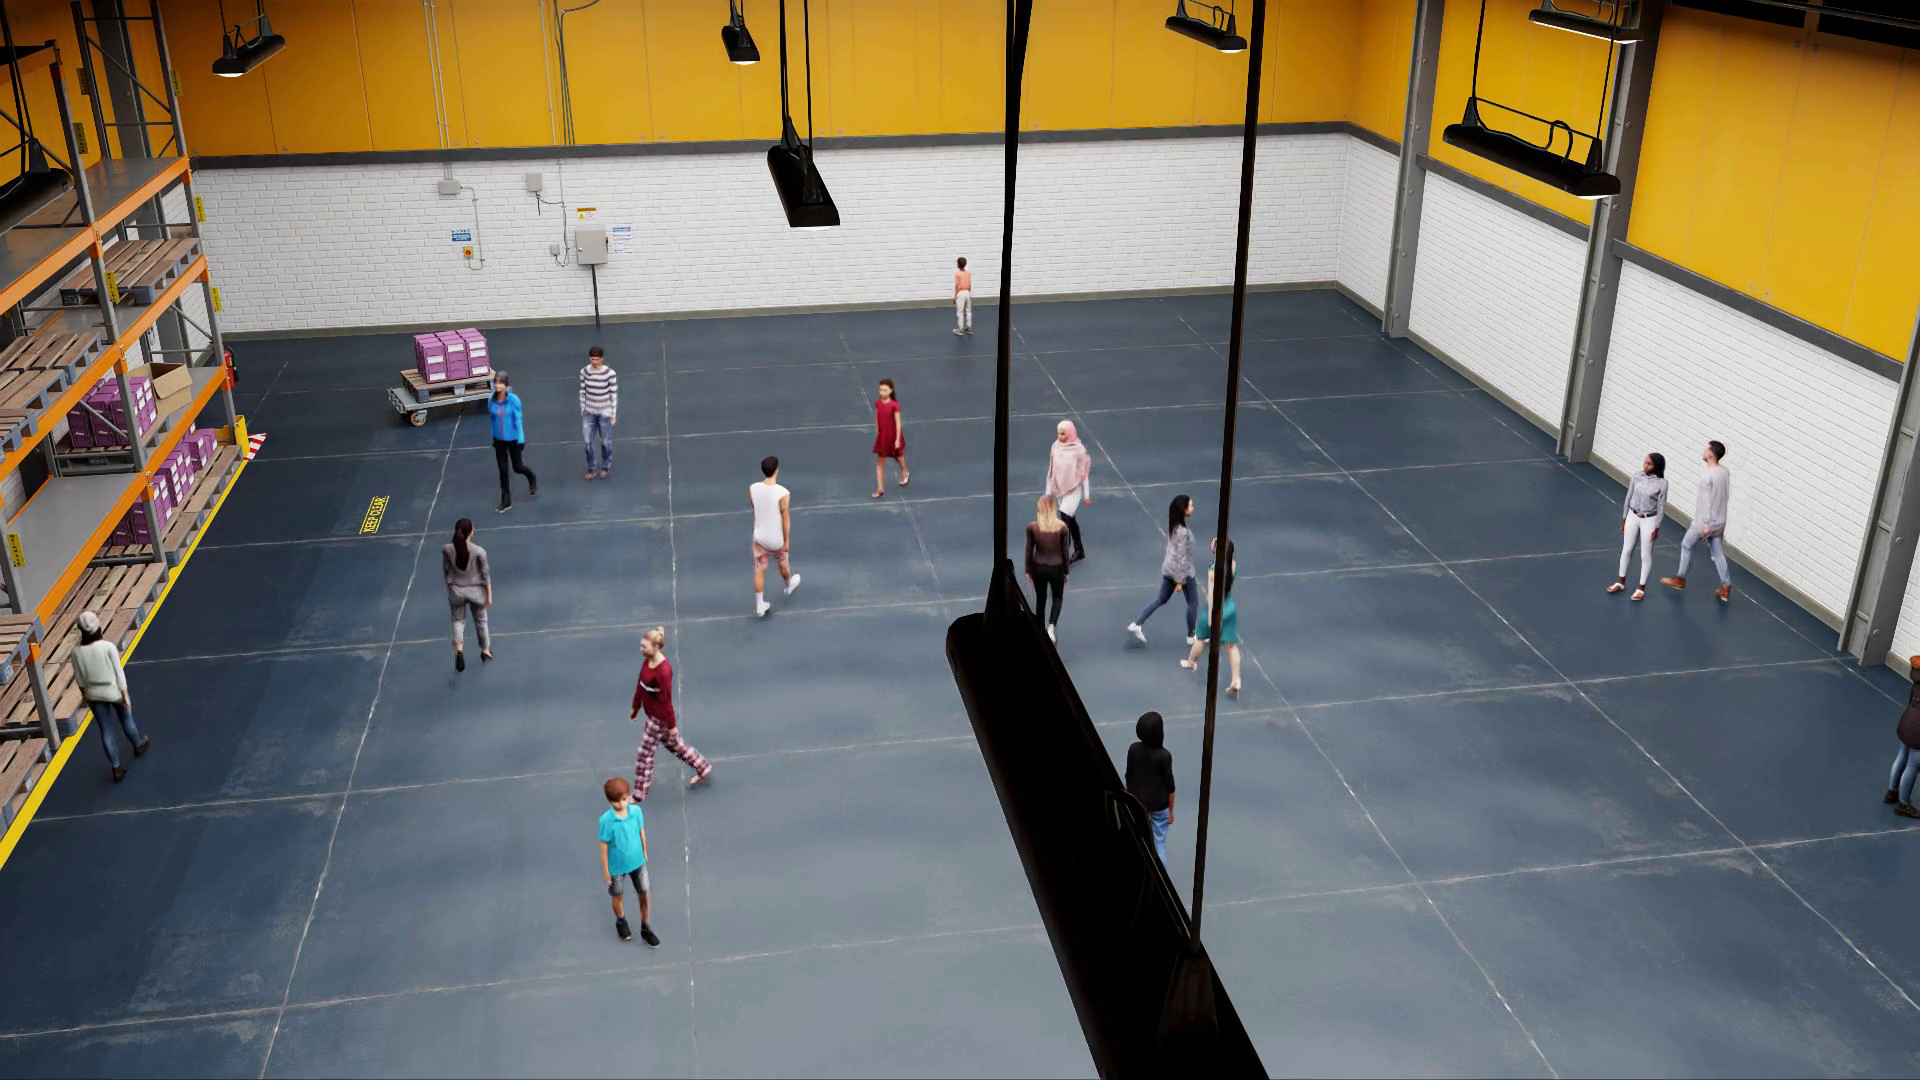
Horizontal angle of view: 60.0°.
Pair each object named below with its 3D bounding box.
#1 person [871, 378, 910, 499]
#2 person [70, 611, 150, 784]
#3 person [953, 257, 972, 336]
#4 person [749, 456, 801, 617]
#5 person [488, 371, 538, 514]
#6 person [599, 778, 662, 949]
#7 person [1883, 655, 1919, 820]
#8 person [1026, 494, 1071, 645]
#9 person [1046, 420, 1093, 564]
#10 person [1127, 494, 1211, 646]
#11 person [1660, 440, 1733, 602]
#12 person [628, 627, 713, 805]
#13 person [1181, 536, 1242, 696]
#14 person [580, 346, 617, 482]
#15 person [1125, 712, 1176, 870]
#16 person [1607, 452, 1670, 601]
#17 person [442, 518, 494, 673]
[{"bbox_3d":[-0.874,-1.360,21.481,0.934,1.523,1.116,10,26,22],"label":"person"},{"bbox_3d":[-7.719,1.423,14.982,0.588,1.630,0.874,-4,24,-8],"label":"person"},{"bbox_3d":[0.051,-4.134,28.094,0.555,1.310,0.560,-14,27,-29],"label":"person"},{"bbox_3d":[-2.118,-0.002,18.109,1.002,1.736,1.212,8,25,17],"label":"person"},{"bbox_3d":[-5.650,-1.266,20.948,0.936,1.779,1.105,8,25,19],"label":"person"},{"bbox_3d":[-2.623,2.445,12.888,0.673,1.434,0.802,-13,27,-28],"label":"person"},{"bbox_3d":[8.370,1.629,14.503,0.758,1.636,0.637,3,24,7],"label":"person"},{"bbox_3d":[0.907,0.362,17.333,0.734,1.691,0.812,3,24,8],"label":"person"},{"bbox_3d":[1.320,-0.554,19.323,0.954,1.775,0.975,19,30,37],"label":"person"},{"bbox_3d":[2.193,0.339,17.371,0.725,1.703,1.060,-6,24,-13],"label":"person"},{"bbox_3d":[8.385,-0.179,18.442,0.965,1.793,1.138,-15,28,-31],"label":"person"},{"bbox_3d":[-2.582,1.530,14.703,0.857,1.656,1.088,-10,26,-22],"label":"person"},{"bbox_3d":[2.637,0.773,16.461,0.819,1.636,1.098,-14,27,-30],"label":"person"},{"bbox_3d":[-4.716,-1.706,21.898,0.765,1.823,0.790,3,24,7],"label":"person"},{"bbox_3d":[1.507,2.126,13.284,0.663,1.702,0.698,10,26,23],"label":"person"},{"bbox_3d":[7.604,-0.180,18.533,0.726,1.722,0.613,-19,30,-37],"label":"person"},{"bbox_3d":[-5.016,0.584,16.860,0.731,1.663,0.922,0,24,0],"label":"person"}]
